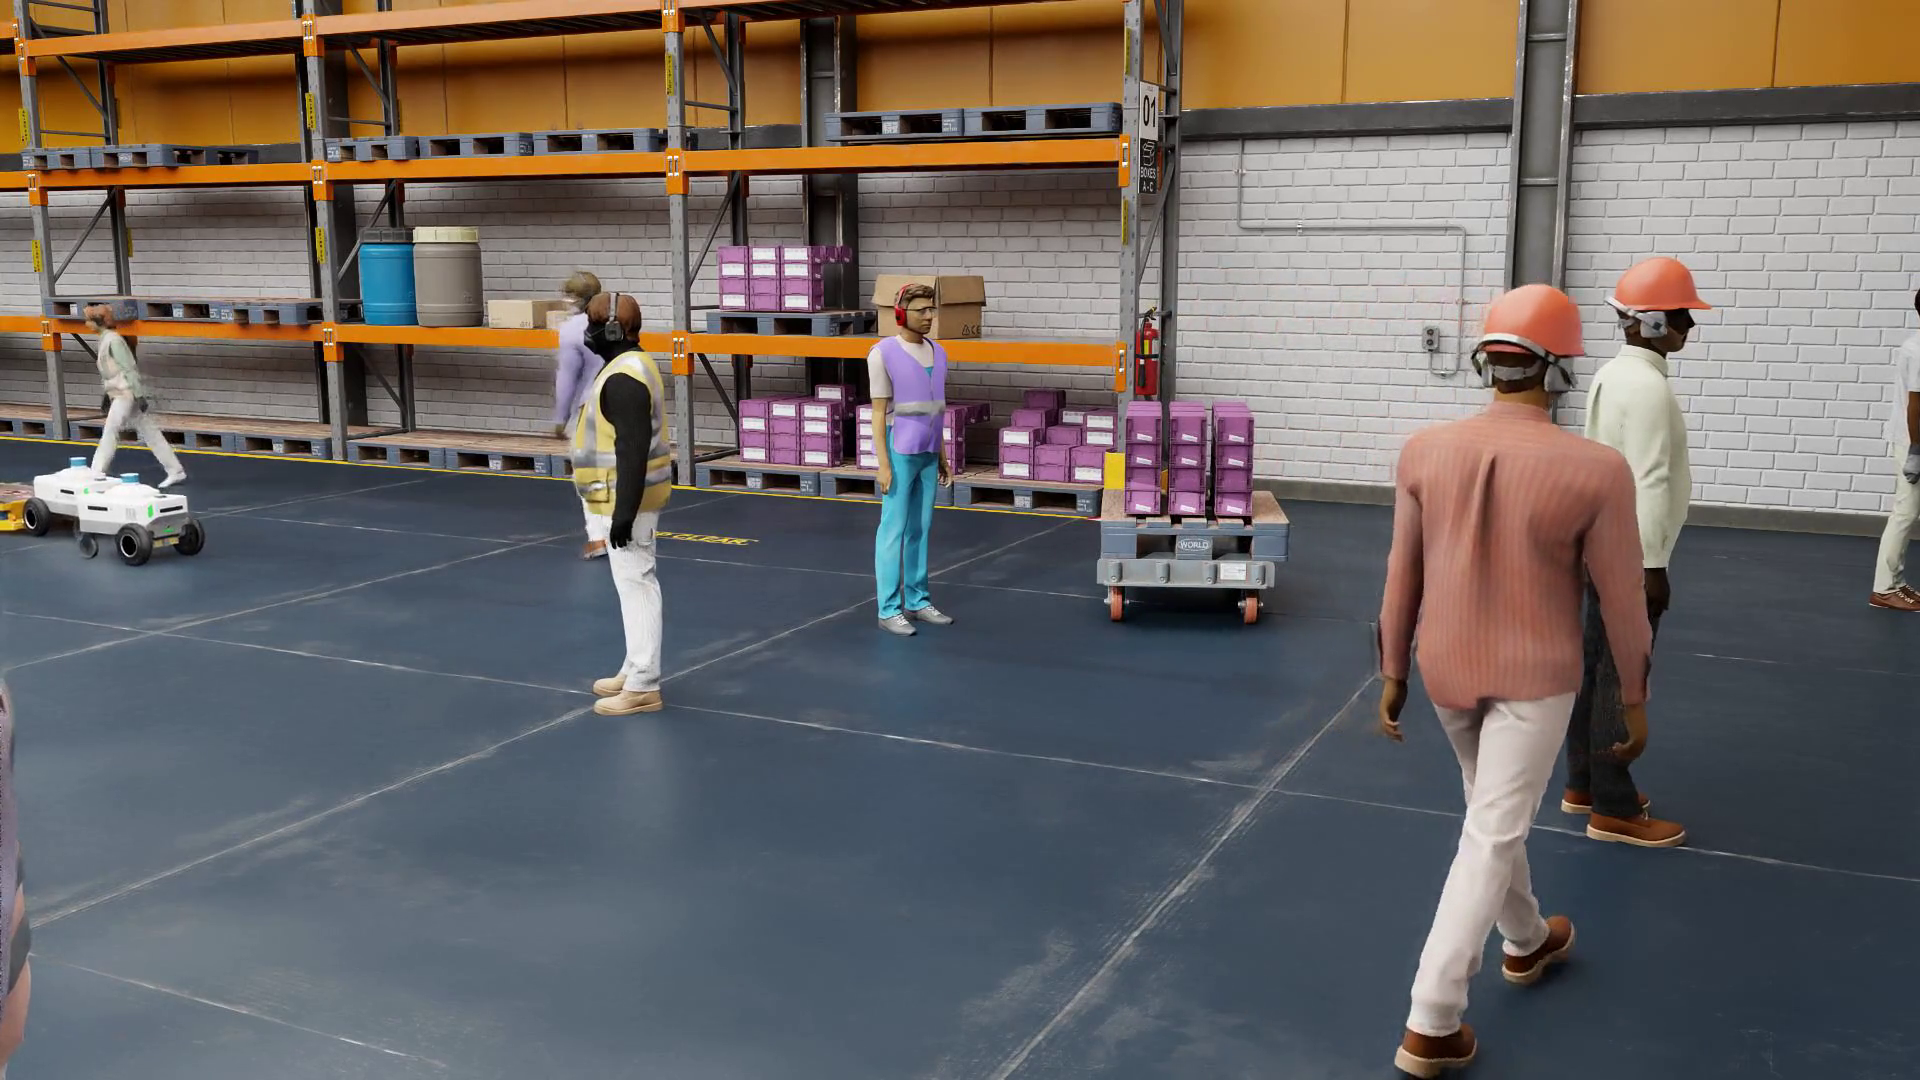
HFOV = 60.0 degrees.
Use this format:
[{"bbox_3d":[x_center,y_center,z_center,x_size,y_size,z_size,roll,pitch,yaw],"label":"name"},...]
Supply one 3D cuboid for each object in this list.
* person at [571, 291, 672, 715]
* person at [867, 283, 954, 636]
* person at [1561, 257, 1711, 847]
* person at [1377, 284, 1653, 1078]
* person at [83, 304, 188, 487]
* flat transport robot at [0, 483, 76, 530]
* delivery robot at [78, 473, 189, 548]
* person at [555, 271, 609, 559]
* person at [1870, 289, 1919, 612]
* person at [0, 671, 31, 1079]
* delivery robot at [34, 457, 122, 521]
[{"bbox_3d":[-1.478,-0.159,7.295,0.430,1.845,0.624,-2,10,-9],"label":"person"},{"bbox_3d":[-0.268,-0.434,8.850,0.389,1.847,0.563,8,12,37],"label":"person"},{"bbox_3d":[2.319,0.037,5.728,0.379,1.996,0.609,1,10,6],"label":"person"},{"bbox_3d":[1.406,0.332,4.218,0.646,1.939,1.044,10,14,44],"label":"person"},{"bbox_3d":[-7.042,-1.198,14.015,0.935,1.568,0.518,-6,11,-29],"label":"person"},{"bbox_3d":[-7.092,-0.263,12.380,1.431,0.197,0.652,6,12,33],"label":"flat transport robot"},{"bbox_3d":[-5.422,-0.194,10.902,0.707,0.478,0.477,4,11,23],"label":"delivery robot"},{"bbox_3d":[-2.361,-0.832,11.028,0.557,1.895,0.684,8,13,39],"label":"person"},{"bbox_3d":[5.404,-0.530,9.369,0.329,1.864,0.520,6,12,32],"label":"person"},{"bbox_3d":[-1.516,0.720,2.285,0.619,1.837,0.430,8,13,40],"label":"person"},{"bbox_3d":[-6.203,-0.340,11.741,0.707,0.478,0.477,7,12,33],"label":"delivery robot"}]
